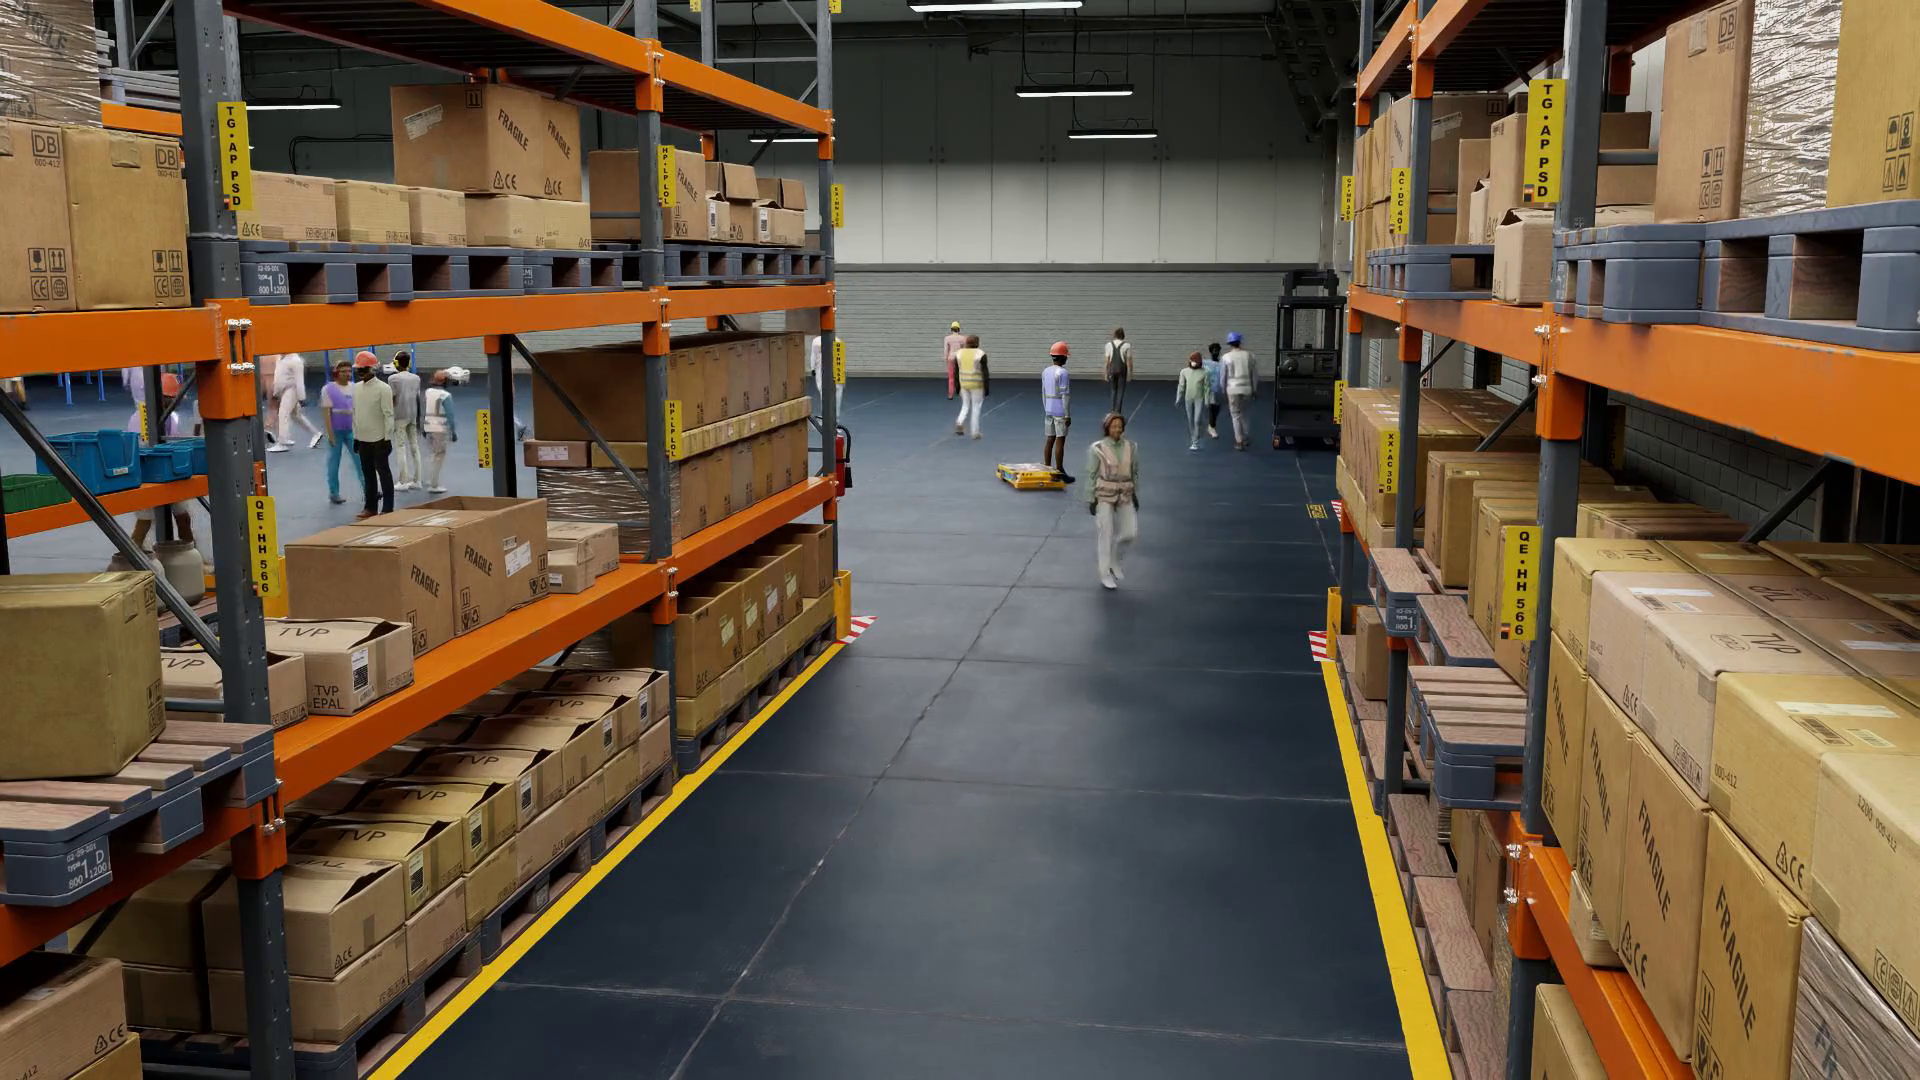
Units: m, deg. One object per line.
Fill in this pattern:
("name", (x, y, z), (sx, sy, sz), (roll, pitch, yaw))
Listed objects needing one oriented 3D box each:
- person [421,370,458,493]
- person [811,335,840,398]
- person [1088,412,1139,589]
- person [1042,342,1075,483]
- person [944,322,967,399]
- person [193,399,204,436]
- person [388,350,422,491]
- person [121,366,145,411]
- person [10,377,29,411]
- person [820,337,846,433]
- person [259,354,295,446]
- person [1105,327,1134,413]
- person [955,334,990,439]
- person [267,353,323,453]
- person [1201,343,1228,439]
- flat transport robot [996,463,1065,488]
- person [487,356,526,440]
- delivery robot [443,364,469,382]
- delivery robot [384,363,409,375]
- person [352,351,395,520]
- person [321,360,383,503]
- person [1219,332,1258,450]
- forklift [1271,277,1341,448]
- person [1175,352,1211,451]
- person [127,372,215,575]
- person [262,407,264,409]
("person", (-6.847, -1.424, 21.878), (0.533, 1.613, 0.457), (7, 12, 38))
("person", (-2.799, -3.626, 34.851), (0.643, 1.821, 0.771), (-3, 10, -19))
("person", (1.422, -0.362, 15.295), (0.539, 1.629, 0.364), (-4, 10, -21))
("person", (1.363, -1.769, 23.040), (0.360, 1.939, 0.543), (-6, 11, -32))
("person", (-0.101, -4.082, 37.845), (0.533, 1.765, 0.329), (0, 9, -3))
("person", (-8.224, -0.982, 18.461), (0.565, 1.844, 0.741), (-6, 11, -33))
("person", (-7.445, -1.601, 22.278), (0.324, 1.860, 0.517), (7, 11, 35))
("person", (-14.772, -2.865, 29.966), (0.434, 1.892, 0.646), (5, 11, 30))
("person", (-19.921, -3.674, 34.872), (0.836, 1.904, 0.583), (3, 10, 17))
("person", (-2.281, -2.799, 30.000), (0.503, 1.731, 0.379), (-5, 10, -27))
("person", (-11.383, -2.527, 27.860), (0.668, 1.892, 0.418), (3, 10, 16))
("person", (3.172, -3.292, 32.814), (0.522, 1.817, 0.829), (4, 10, 23))
("person", (0.212, -2.685, 29.044), (0.623, 1.823, 0.469), (5, 11, 30))
("person", (-10.891, -2.397, 27.143), (0.933, 1.874, 0.631), (-8, 12, -41))
("person", (4.477, -2.649, 29.316), (0.542, 1.668, 0.828), (-2, 9, -10))
("flat transport robot", (0.961, -0.906, 22.976), (0.652, 0.197, 1.431), (-2, 9, -10))
("person", (-7.794, -2.512, 28.240), (0.769, 1.738, 0.530), (-5, 10, -27))
("delivery robot", (-12.850, -4.236, 42.357), (0.707, 0.478, 0.477), (4, 10, 25))
("delivery robot", (-15.089, -4.585, 44.508), (0.707, 0.478, 0.477), (6, 11, 32))
("person", (-6.862, -1.206, 19.397), (0.621, 1.992, 0.387), (5, 11, 29))
("person", (-7.662, -1.338, 20.797), (0.946, 1.795, 0.578), (8, 12, 39))
("person", (4.539, -2.436, 27.256), (0.640, 1.905, 0.588), (-3, 10, -16))
("forklift", (5.847, -3.016, 27.970), (1.129, 2.768, 1.873), (1, 9, 9))
("person", (3.780, -2.243, 27.020), (0.515, 1.599, 0.771), (5, 10, 26))
("person", (-7.359, -0.556, 15.398), (0.541, 2.005, 0.755), (2, 9, 13))
("person", (-14.951, -3.678, 35.156), (0.454, 1.829, 0.671), (-4, 10, -26))
